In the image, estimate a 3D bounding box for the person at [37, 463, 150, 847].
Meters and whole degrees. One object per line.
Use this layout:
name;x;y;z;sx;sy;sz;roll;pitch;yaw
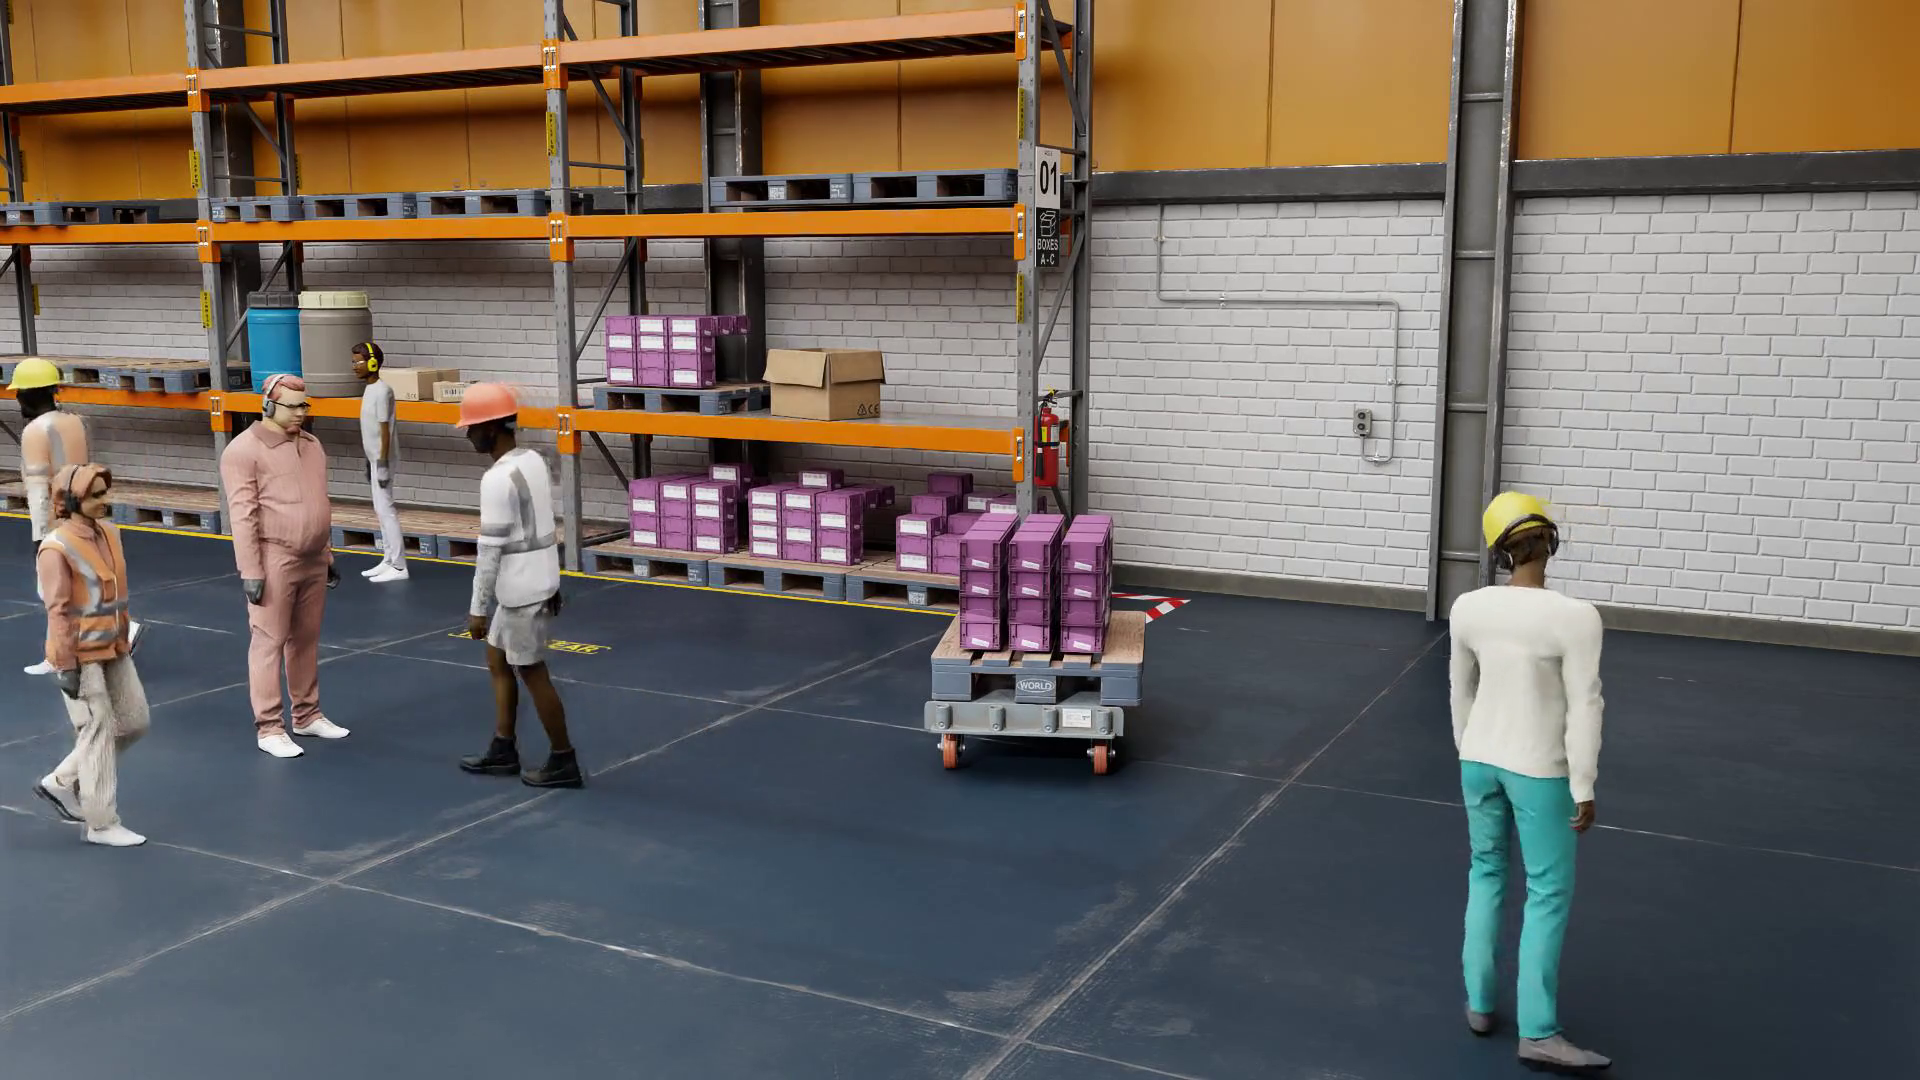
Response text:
person;-3.653;0.483;6.937;0.424;1.622;0.532;0;9;2

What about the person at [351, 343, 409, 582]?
person;-4.529;-0.604;12.951;0.320;1.860;0.505;-5;11;-29

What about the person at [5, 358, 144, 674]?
person;-5.238;-0.121;9.808;0.679;1.907;0.593;-1;9;-3

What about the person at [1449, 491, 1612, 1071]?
person;1.773;0.729;5.134;0.419;1.719;0.685;-6;11;-34

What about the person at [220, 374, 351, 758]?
person;-3.358;0.117;8.358;0.407;1.902;0.639;3;10;17

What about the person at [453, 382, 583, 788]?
person;-2.127;0.229;7.654;0.793;1.899;0.569;1;9;5
